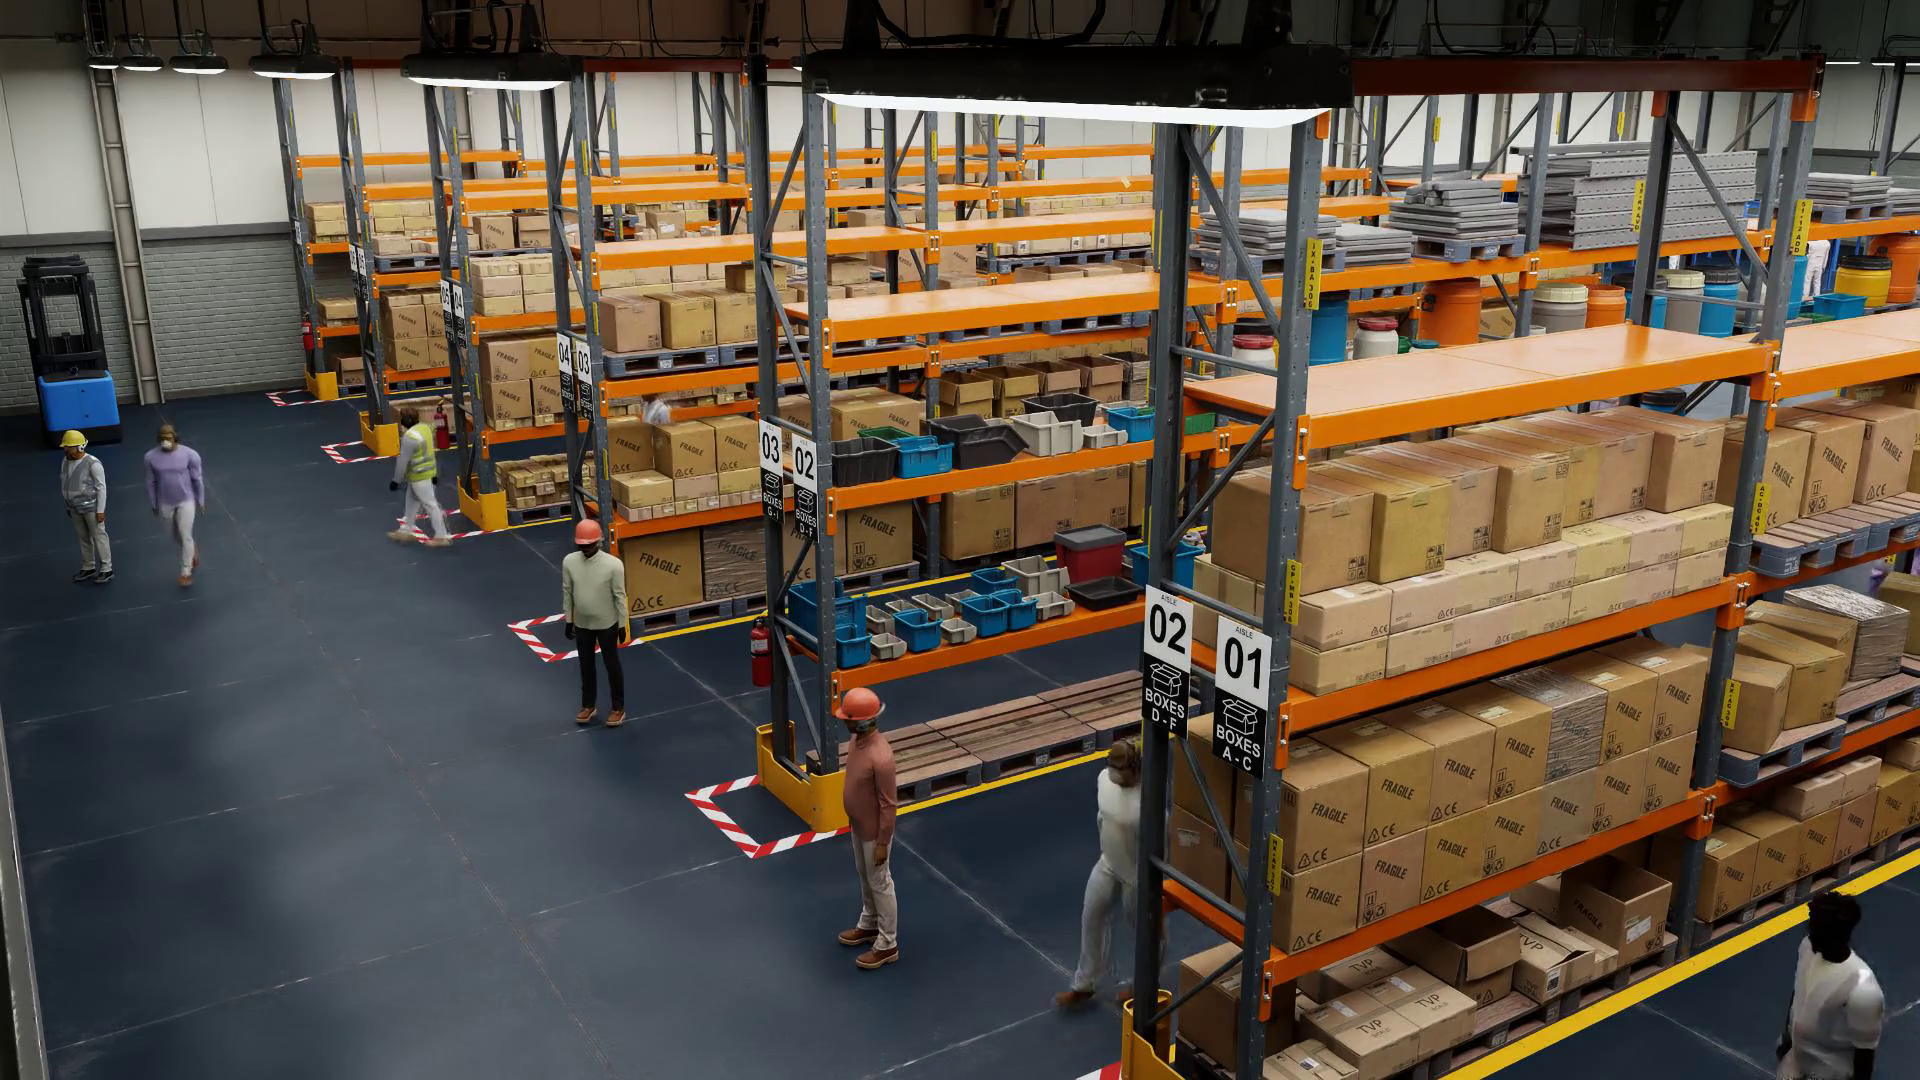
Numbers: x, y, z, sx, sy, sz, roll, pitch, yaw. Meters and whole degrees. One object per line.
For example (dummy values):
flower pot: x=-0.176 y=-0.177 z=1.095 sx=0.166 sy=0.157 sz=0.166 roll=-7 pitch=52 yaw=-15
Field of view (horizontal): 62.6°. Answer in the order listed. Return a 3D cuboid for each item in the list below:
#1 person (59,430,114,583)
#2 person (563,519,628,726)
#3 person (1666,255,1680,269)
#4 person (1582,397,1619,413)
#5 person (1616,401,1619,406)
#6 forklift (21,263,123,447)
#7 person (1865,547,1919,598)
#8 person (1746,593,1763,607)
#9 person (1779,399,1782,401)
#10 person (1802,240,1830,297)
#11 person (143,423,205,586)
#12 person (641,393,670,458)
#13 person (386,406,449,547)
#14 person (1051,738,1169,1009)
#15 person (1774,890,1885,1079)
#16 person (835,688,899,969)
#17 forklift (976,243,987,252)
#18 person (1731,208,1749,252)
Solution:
person: x=-10.337 y=-0.401 z=18.625 sx=0.586 sy=1.833 sz=0.403 roll=6 pitch=18 yaw=19
person: x=-3.371 y=0.754 z=14.583 sx=0.619 sy=1.987 sz=0.406 roll=4 pitch=17 yaw=14
person: x=19.498 y=-7.828 z=42.960 sx=0.629 sy=1.843 sz=0.429 roll=-7 pitch=18 yaw=-22
person: x=9.397 y=-1.800 z=23.066 sx=0.597 sy=1.916 sz=0.371 roll=14 pitch=22 yaw=38
person: x=8.570 y=-0.996 z=20.406 sx=0.376 sy=1.932 sz=0.543 roll=-13 pitch=21 yaw=-37
forklift: x=-14.518 y=-3.079 z=25.708 sx=1.129 sy=2.768 sz=1.873 roll=-10 pitch=20 yaw=-31
person: x=8.856 y=0.650 z=14.862 sx=0.492 sy=2.027 sz=0.631 roll=-10 pitch=20 yaw=-31
person: x=8.820 y=-0.163 z=17.700 sx=0.723 sy=1.913 sz=0.581 roll=-3 pitch=17 yaw=-9
person: x=15.031 y=-3.437 z=28.737 sx=0.568 sy=1.733 sz=0.591 roll=6 pitch=18 yaw=18
person: x=21.543 y=-6.929 z=39.911 sx=0.699 sy=1.909 sz=0.400 roll=-1 pitch=17 yaw=-4
person: x=-9.258 y=-0.465 z=18.703 sx=0.633 sy=1.924 sz=0.753 roll=-2 pitch=17 yaw=-7
person: x=-4.176 y=-1.212 z=21.127 sx=0.803 sy=1.914 sz=0.634 roll=-11 pitch=20 yaw=-31
person: x=-6.963 y=-0.795 z=19.979 sx=0.919 sy=1.797 sz=0.642 roll=-1 pitch=17 yaw=-3
person: x=0.967 y=2.168 z=10.072 sx=0.861 sy=1.907 sz=0.646 roll=-11 pitch=20 yaw=-32
person: x=4.605 y=2.703 z=8.267 sx=0.661 sy=1.939 sz=0.642 roll=0 pitch=17 yaw=0
person: x=-0.629 y=1.929 z=10.713 sx=0.389 sy=1.990 sz=0.622 roll=-7 pitch=18 yaw=-22
forklift: x=0.988 y=-5.474 z=34.718 sx=1.214 sy=2.155 sz=2.313 roll=-10 pitch=20 yaw=-31
person: x=25.028 y=-10.226 z=50.664 sx=0.548 sy=1.934 sz=0.375 roll=-10 pitch=19 yaw=-29
